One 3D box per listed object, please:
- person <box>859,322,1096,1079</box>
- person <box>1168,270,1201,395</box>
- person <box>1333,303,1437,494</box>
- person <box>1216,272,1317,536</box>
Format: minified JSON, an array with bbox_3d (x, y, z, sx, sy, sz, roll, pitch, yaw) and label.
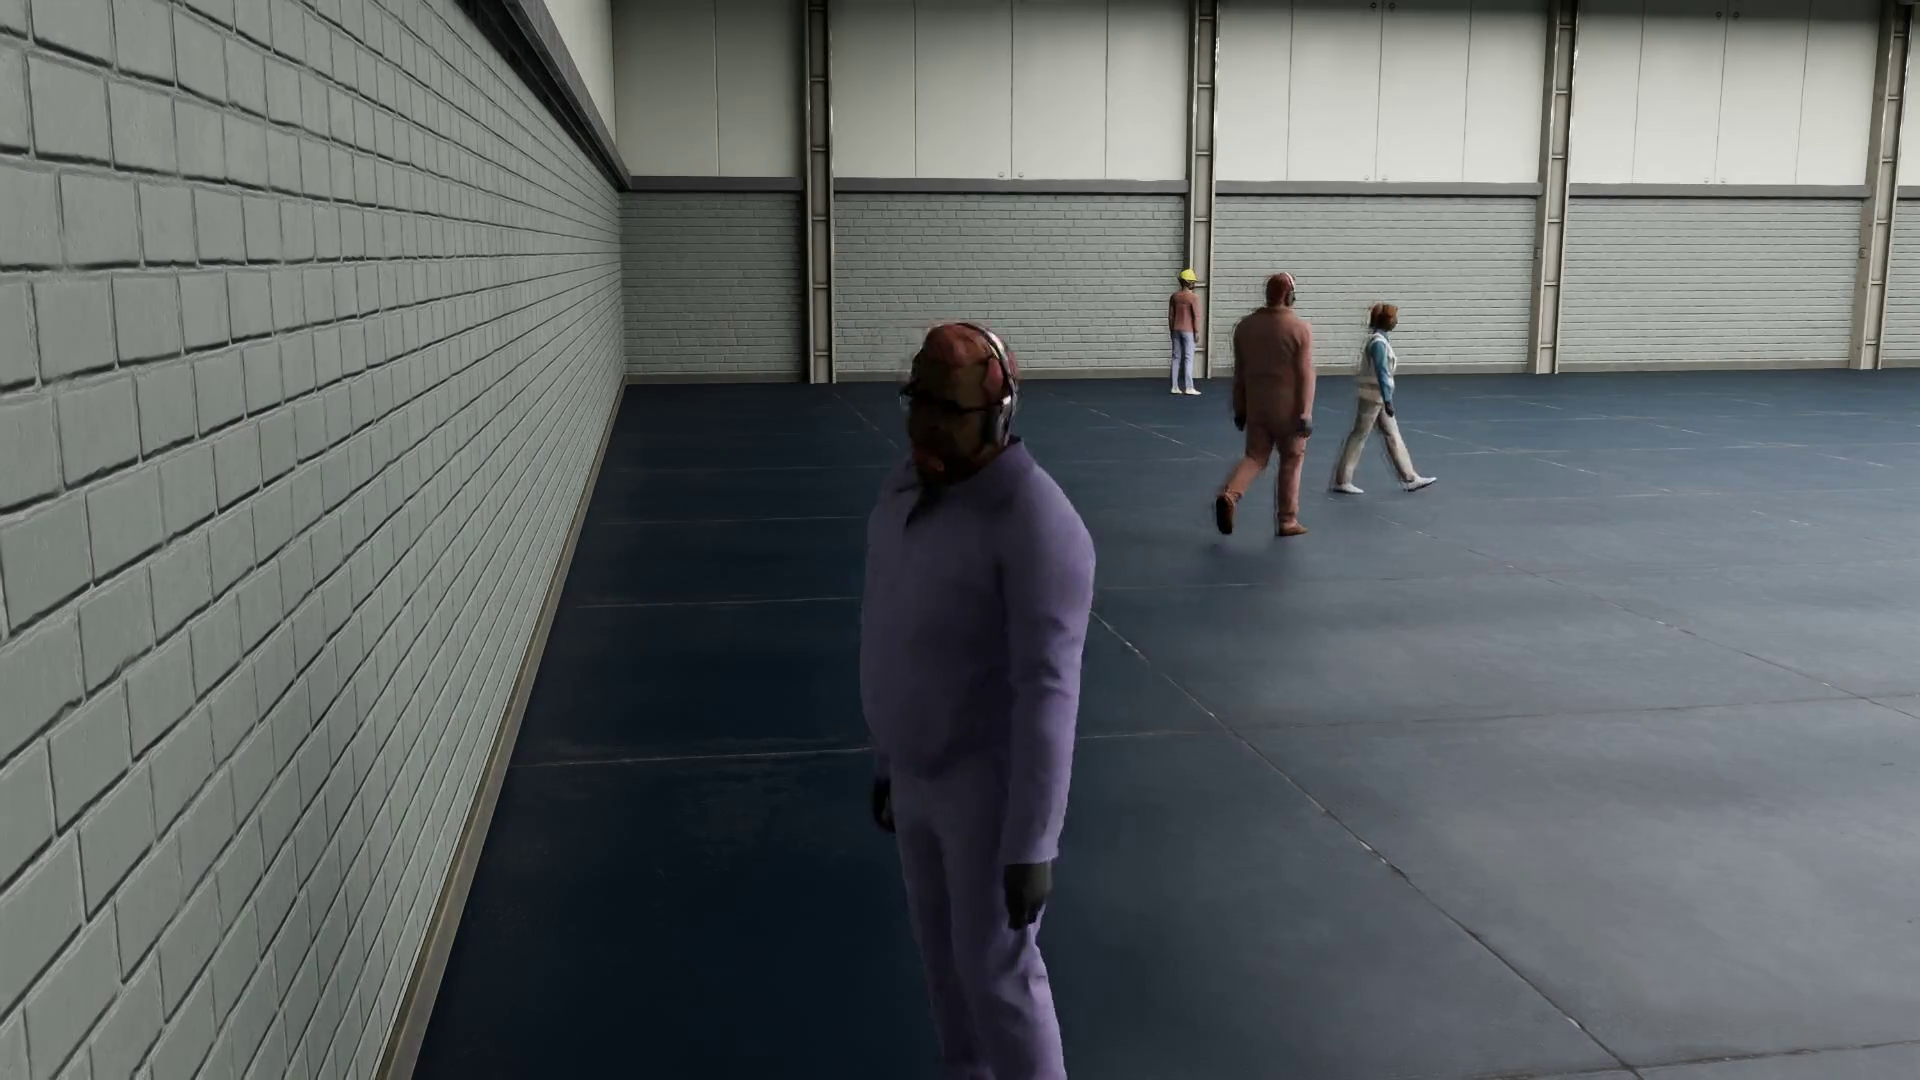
[{"bbox_3d":[0.018,0.501,3.457,0.458,1.887,0.680,-6,11,-29],"label":"person"},{"bbox_3d":[3.179,-2.930,23.509,0.329,1.765,0.526,-9,13,-42],"label":"person"},{"bbox_3d":[3.524,-1.158,13.778,0.860,1.587,0.545,3,10,18],"label":"person"},{"bbox_3d":[2.168,-0.929,11.659,0.651,1.882,0.756,9,14,43],"label":"person"}]
